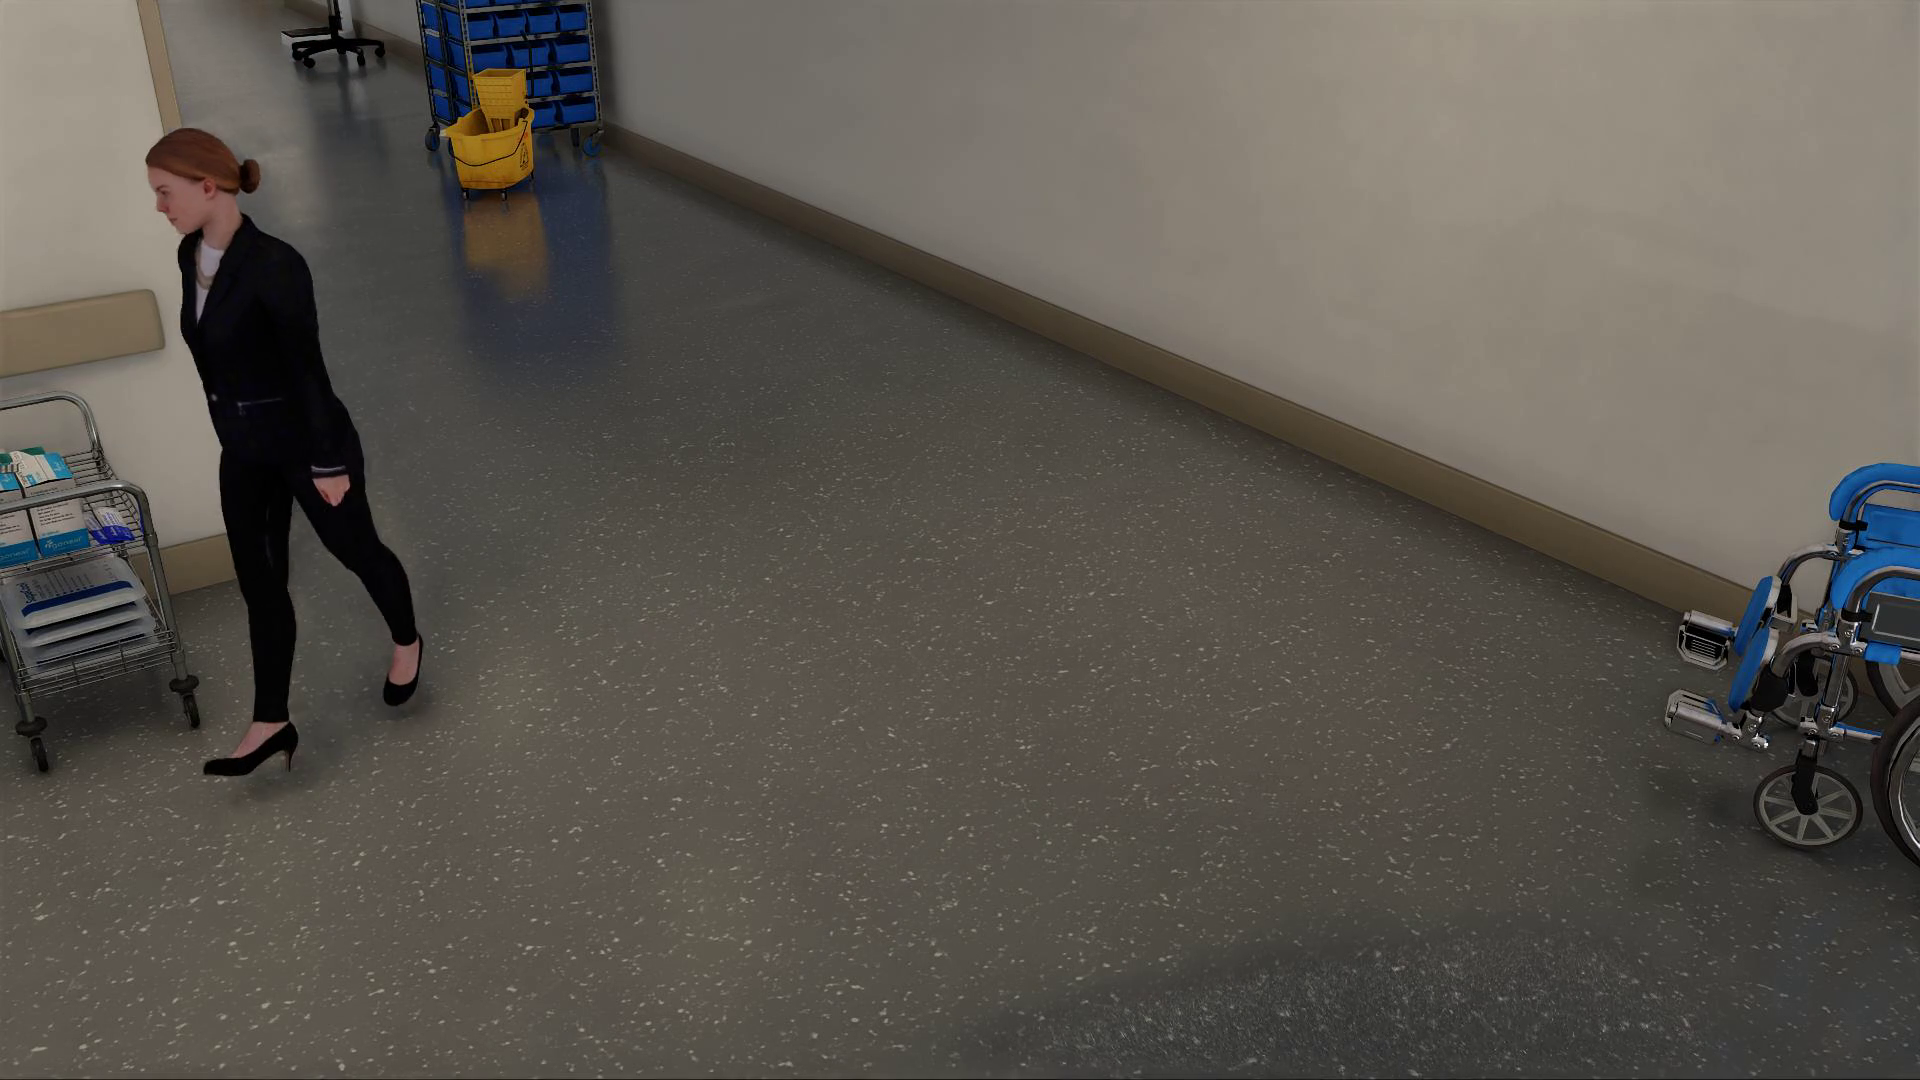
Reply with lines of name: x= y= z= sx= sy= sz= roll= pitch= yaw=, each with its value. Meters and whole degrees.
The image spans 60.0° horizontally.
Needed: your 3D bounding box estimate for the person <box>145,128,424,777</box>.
person: x=-1.690 y=-0.235 z=4.343 sx=0.983 sy=1.634 sz=1.130 roll=11 pitch=28 yaw=22
